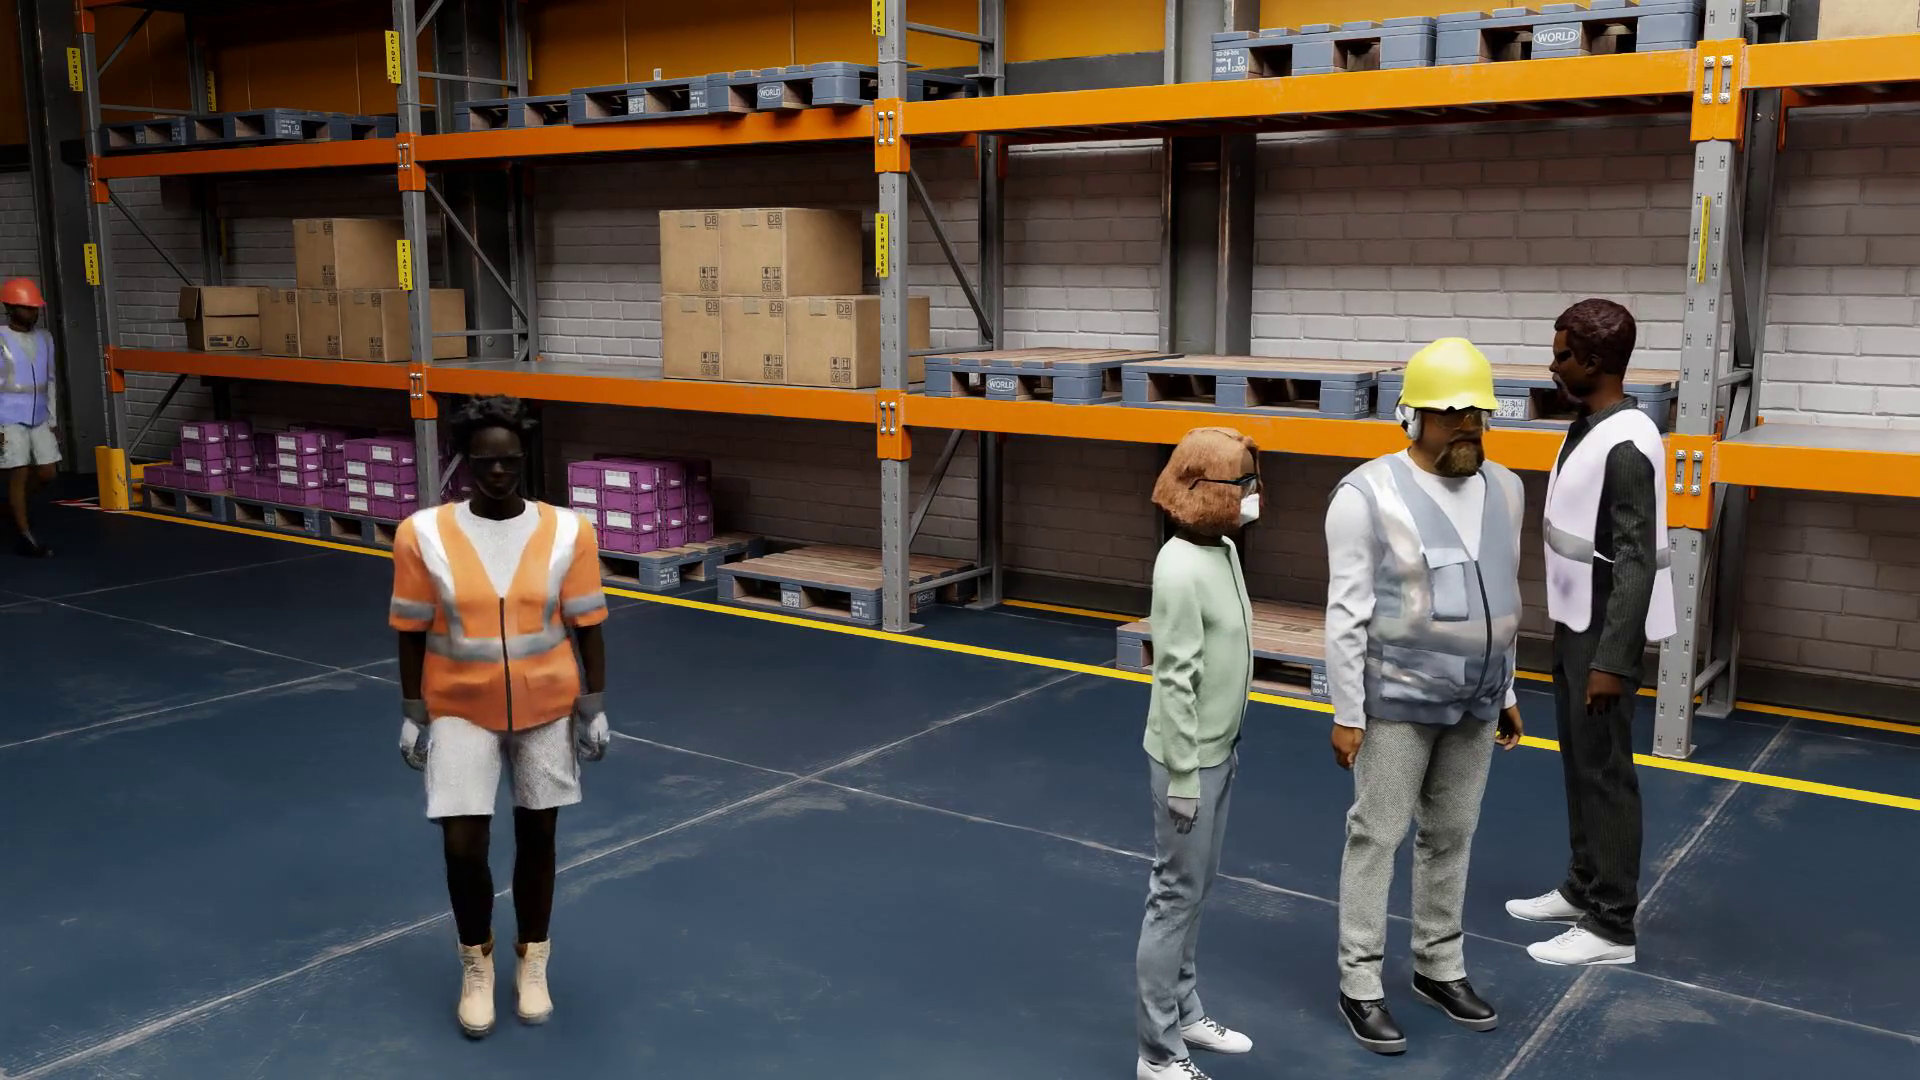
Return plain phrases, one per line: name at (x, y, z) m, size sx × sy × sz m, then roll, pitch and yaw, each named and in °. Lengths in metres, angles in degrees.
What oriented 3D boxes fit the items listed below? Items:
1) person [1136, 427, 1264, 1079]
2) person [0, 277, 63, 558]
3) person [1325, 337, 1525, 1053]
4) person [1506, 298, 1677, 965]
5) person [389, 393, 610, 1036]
person at (0.589, 0.535, 4.063) m, size 0.265 × 1.632 × 0.509 m, roll 3°, pitch 10°, yaw 20°
person at (-6.425, -0.830, 11.352) m, size 0.623 × 1.916 × 0.560 m, roll 4°, pitch 10°, yaw 23°
person at (1.218, 0.396, 4.297) m, size 0.601 × 1.830 × 0.404 m, roll -4°, pitch 10°, yaw -24°
person at (1.848, 0.270, 4.799) m, size 0.370 × 1.915 × 0.596 m, roll 2°, pitch 10°, yaw 9°
person at (-1.173, 0.462, 4.316) m, size 0.552 × 1.682 × 0.435 m, roll -4°, pitch 10°, yaw -21°
